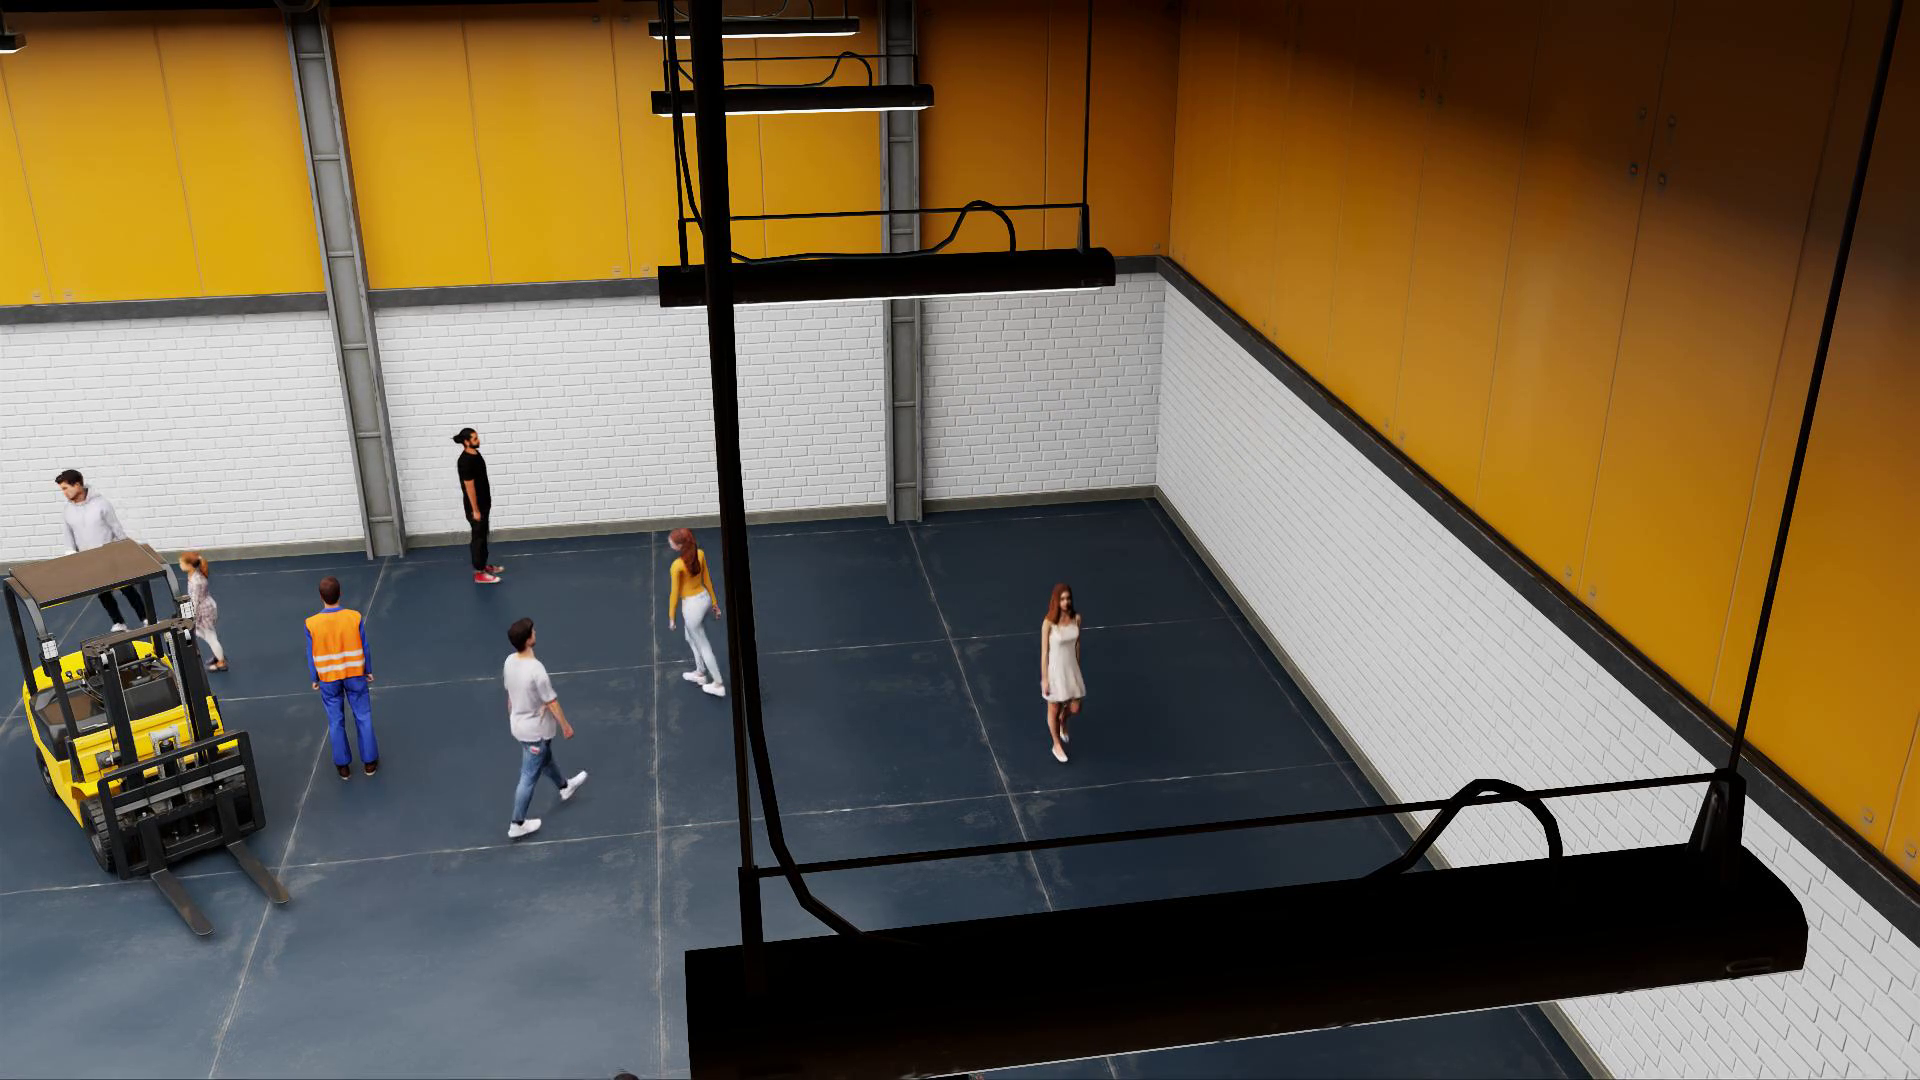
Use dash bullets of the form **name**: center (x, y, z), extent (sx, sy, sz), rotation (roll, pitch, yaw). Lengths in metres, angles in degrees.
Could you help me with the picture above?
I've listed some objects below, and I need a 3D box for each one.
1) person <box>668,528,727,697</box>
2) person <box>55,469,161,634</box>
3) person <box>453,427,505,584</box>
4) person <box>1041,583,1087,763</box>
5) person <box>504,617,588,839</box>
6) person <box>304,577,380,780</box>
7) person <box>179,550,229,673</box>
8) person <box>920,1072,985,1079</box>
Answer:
- **person**: center (-2.429, 0.698, 15.737), extent (0.912, 1.707, 0.835), rotation (17, 29, 34)
- **person**: center (-8.618, 0.130, 16.799), extent (0.545, 1.898, 0.919), rotation (-10, 25, -21)
- **person**: center (-5.287, -0.398, 18.180), extent (0.573, 1.758, 0.626), rotation (-3, 24, -7)
- **person**: center (0.860, 1.136, 14.744), extent (0.652, 1.701, 0.659), rotation (-7, 25, -15)
- **person**: center (-3.561, 1.563, 13.576), extent (1.108, 1.853, 1.239), rotation (20, 31, 38)
- **person**: center (-5.357, 1.189, 14.418), extent (0.629, 1.864, 0.790), rotation (-10, 26, -22)
- **person**: center (-7.316, 0.691, 16.264), extent (0.514, 1.298, 0.571), rotation (-8, 25, -17)
- **person**: center (-0.106, 3.226, 9.963), extent (0.616, 1.700, 0.761), rotation (-16, 28, -33)
